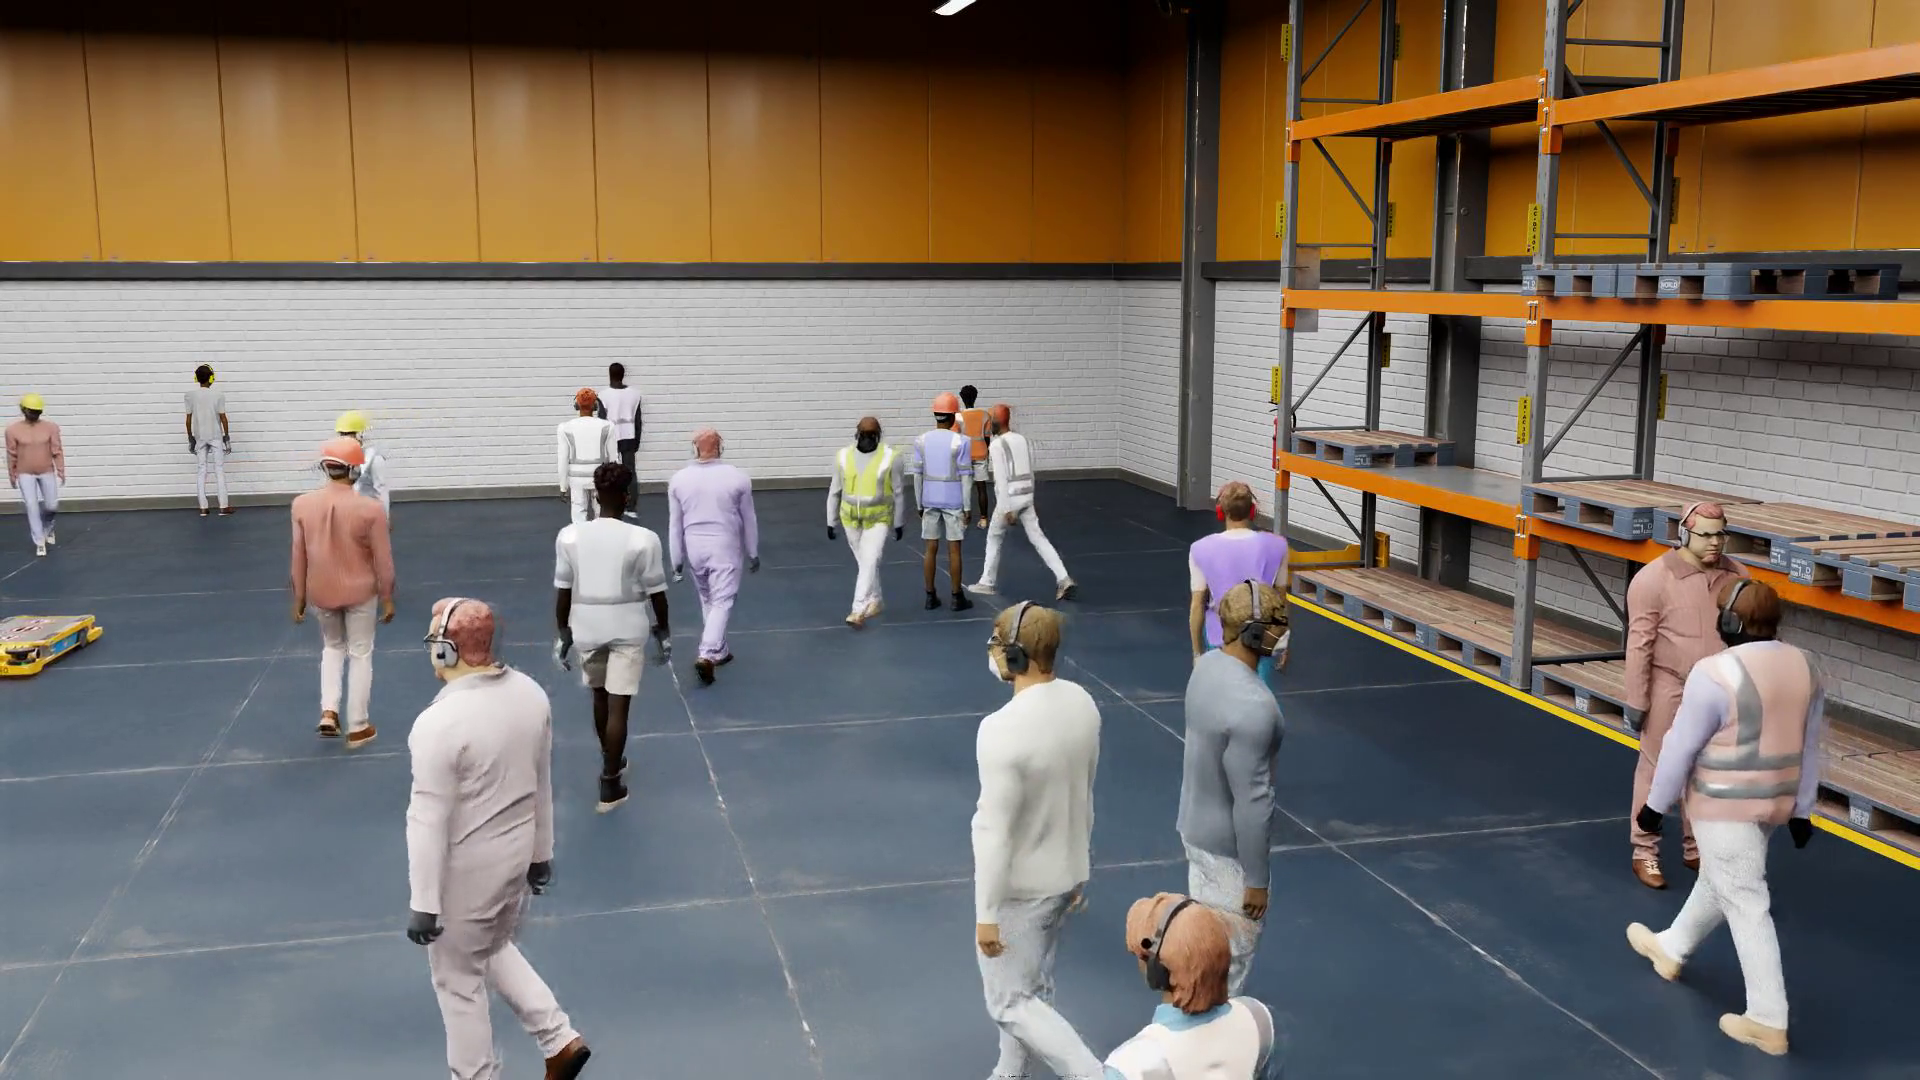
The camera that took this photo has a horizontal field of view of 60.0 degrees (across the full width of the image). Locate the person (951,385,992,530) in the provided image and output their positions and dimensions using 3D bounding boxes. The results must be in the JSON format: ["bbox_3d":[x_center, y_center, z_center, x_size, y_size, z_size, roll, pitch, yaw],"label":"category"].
[{"bbox_3d":[0.123,-0.953,19.354,0.532,1.692,0.322,-4,10,-22],"label":"person"}]

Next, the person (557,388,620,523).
[{"bbox_3d":[-3.592,-0.531,16.125,0.584,1.882,0.347,-2,9,-14],"label":"person"}]

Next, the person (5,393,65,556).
[{"bbox_3d":[-9.825,-0.709,17.673,0.536,1.733,0.528,-6,11,-33],"label":"person"}]

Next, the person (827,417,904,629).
[{"bbox_3d":[-0.822,-0.162,14.164,0.650,1.780,1.021,3,10,17],"label":"person"}]

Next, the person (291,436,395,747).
[{"bbox_3d":[-3.863,0.326,10.490,0.642,1.969,0.449,0,9,2],"label":"person"}]

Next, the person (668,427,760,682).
[{"bbox_3d":[-1.847,0.097,12.333,0.626,1.862,0.961,2,9,13],"label":"person"}]

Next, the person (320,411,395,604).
[{"bbox_3d":[-5.307,-0.254,14.701,0.600,1.799,0.910,4,10,24],"label":"person"}]

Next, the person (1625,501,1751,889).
[{"bbox_3d":[3.552,0.752,8.079,0.639,1.900,0.404,-2,9,-11],"label":"person"}]

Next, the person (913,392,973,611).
[{"bbox_3d":[-0.139,-0.337,14.741,0.547,1.938,0.377,4,10,22],"label":"person"}]

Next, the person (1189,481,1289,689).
[{"bbox_3d":[1.569,0.586,9.338,0.582,1.826,0.647,0,9,3],"label":"person"}]

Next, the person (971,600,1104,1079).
[{"bbox_3d":[0.295,1.152,5.535,0.785,1.916,0.640,6,11,32],"label":"person"}]

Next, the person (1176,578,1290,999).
[{"bbox_3d":[0.962,1.088,5.901,0.373,1.932,0.623,-1,9,-8],"label":"person"}]

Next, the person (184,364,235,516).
[{"bbox_3d":[-9.270,-1.231,20.535,0.518,1.872,0.326,-1,9,-6],"label":"person"}]

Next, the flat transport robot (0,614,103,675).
[{"bbox_3d":[-7.241,0.796,12.856,0.652,0.197,1.431,-1,9,-8],"label":"flat transport robot"}]

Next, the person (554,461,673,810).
[{"bbox_3d":[-1.941,0.505,9.487,0.627,1.930,0.867,1,9,7],"label":"person"}]

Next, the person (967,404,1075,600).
[{"bbox_3d":[0.580,-0.345,15.242,1.096,1.816,0.602,7,12,38],"label":"person"}]

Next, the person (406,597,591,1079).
[{"bbox_3d":[-1.642,1.132,5.730,0.483,1.894,0.648,3,10,17],"label":"person"}]

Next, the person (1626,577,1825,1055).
[{"bbox_3d":[3.008,1.034,6.628,0.630,1.793,0.956,-5,10,-27],"label":"person"}]

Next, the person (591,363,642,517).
[{"bbox_3d":[-4.258,-1.236,20.512,0.635,1.895,0.762,-7,11,-36],"label":"person"}]

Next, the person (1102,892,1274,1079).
[{"bbox_3d":[0.463,1.575,3.799,0.512,1.611,0.775,-6,11,-34],"label":"person"}]
